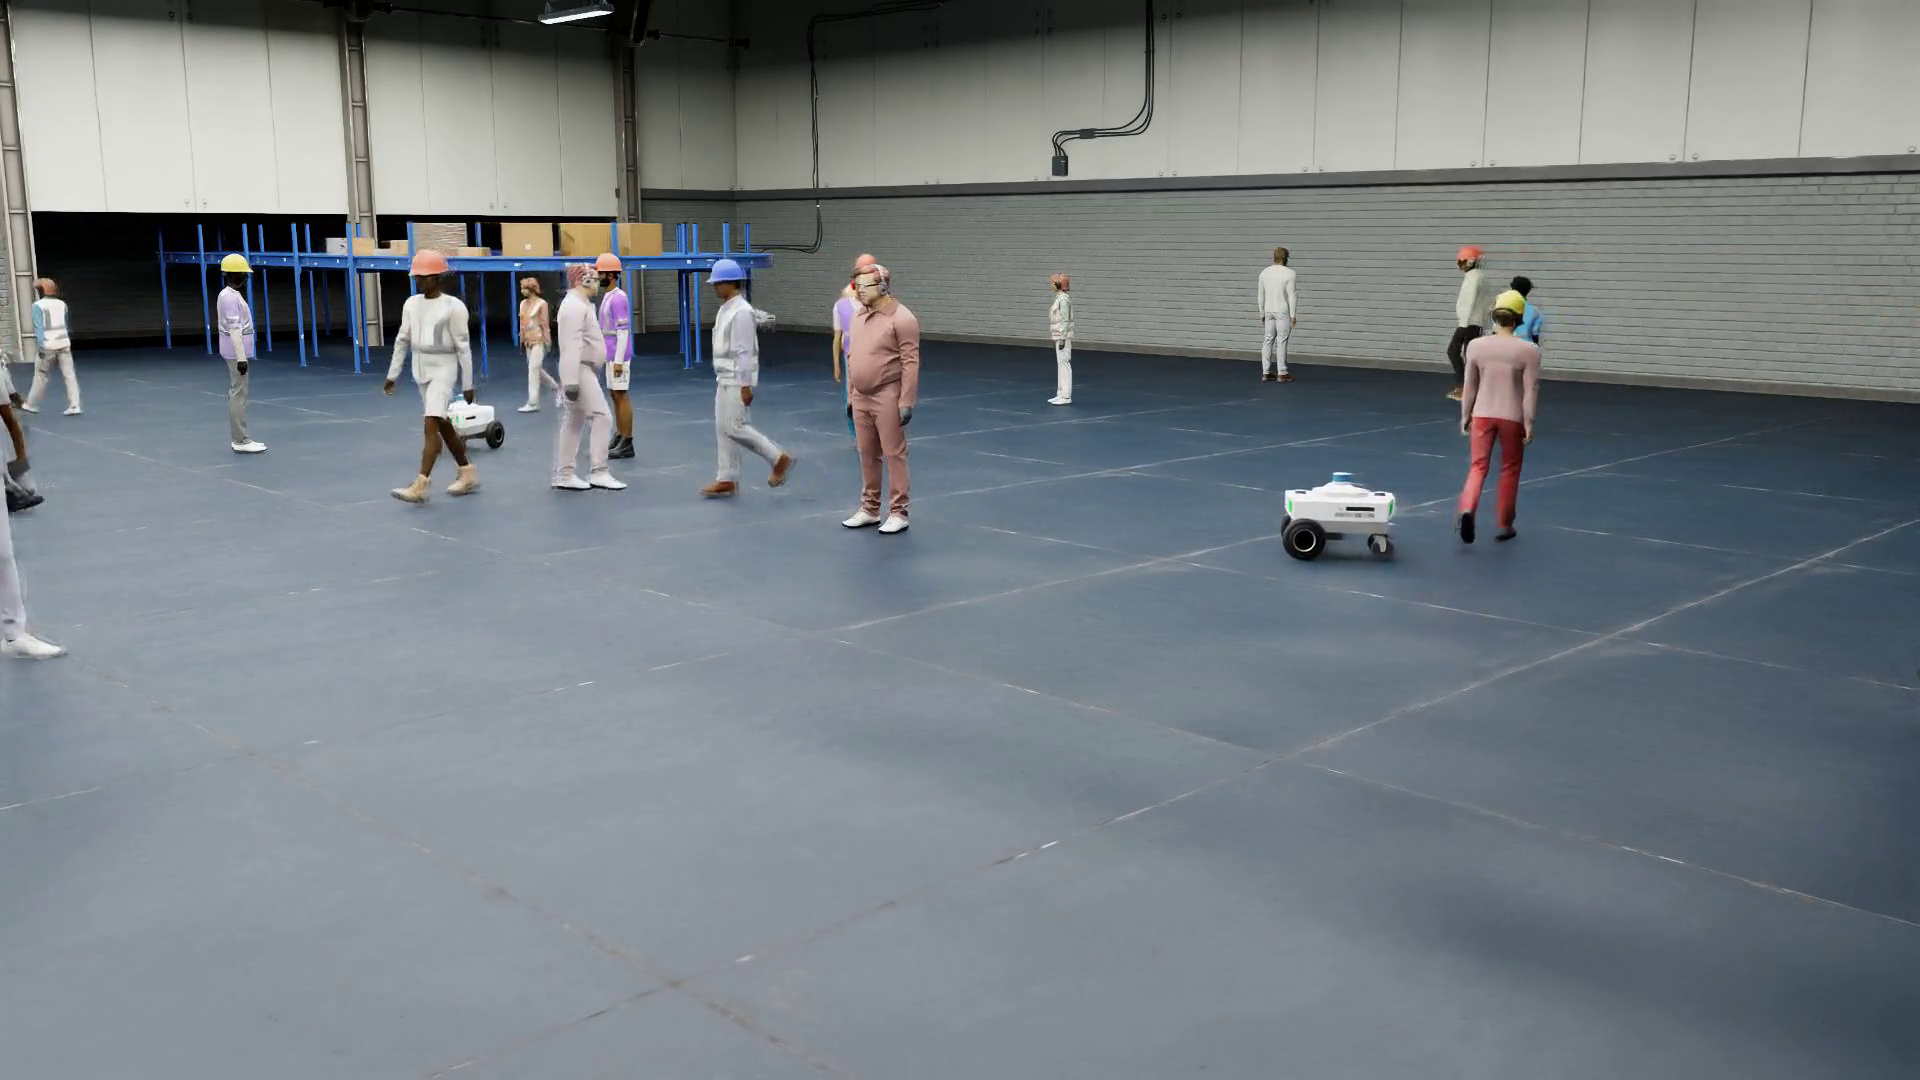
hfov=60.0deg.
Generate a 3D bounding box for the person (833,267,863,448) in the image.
[{"bbox_3d":[-0.928,-1.709,15.968,0.574,1.824,0.772,-1,10,-5],"label":"person"}]

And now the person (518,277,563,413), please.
[{"bbox_3d":[-5.100,-2.376,20.141,0.521,1.607,0.733,9,14,41],"label":"person"}]

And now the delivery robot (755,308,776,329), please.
[{"bbox_3d":[-4.325,-4.798,36.109,0.477,0.478,0.707,-10,14,-44],"label":"delivery robot"}]

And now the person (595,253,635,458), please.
[{"bbox_3d":[-3.328,-1.767,15.938,0.368,1.939,0.542,-4,11,-21],"label":"person"}]

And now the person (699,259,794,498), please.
[{"bbox_3d":[-1.770,-1.310,13.480,0.671,1.925,0.616,-5,11,-23],"label":"person"}]

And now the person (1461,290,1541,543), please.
[{"bbox_3d":[3.680,-0.838,11.408,0.530,1.737,0.757,7,12,32],"label":"person"}]

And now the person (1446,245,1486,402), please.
[{"bbox_3d":[6.420,-2.755,21.215,0.548,1.975,0.651,2,11,13],"label":"person"}]

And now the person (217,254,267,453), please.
[{"bbox_3d":[-7.065,-1.830,16.317,0.367,1.927,0.587,-5,11,-25],"label":"person"}]

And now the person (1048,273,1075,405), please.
[{"bbox_3d":[1.274,-2.511,20.823,0.315,1.636,0.515,0,10,-2],"label":"person"}]

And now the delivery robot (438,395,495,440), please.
[{"bbox_3d":[-4.924,-1.198,16.473,0.477,0.478,0.707,3,11,15],"label":"delivery robot"}]

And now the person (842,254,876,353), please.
[{"bbox_3d":[-1.104,-2.402,19.571,0.546,1.890,1.014,5,12,27],"label":"person"}]

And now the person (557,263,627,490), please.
[{"bbox_3d":[-3.047,-1.346,13.789,0.728,1.879,0.670,-2,11,-10],"label":"person"}]

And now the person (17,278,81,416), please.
[{"bbox_3d":[-10.722,-2.262,19.535,0.823,1.595,0.547,3,11,18],"label":"person"}]

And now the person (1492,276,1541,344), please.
[{"bbox_3d":[5.983,-1.987,17.851,0.539,1.676,0.612,-2,11,-8],"label":"person"}]

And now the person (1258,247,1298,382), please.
[{"bbox_3d":[4.632,-3.285,24.218,0.354,1.938,0.635,-10,14,-44],"label":"person"}]

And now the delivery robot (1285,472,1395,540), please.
[{"bbox_3d":[2.527,-0.207,11.072,0.707,0.478,0.477,2,11,9],"label":"delivery robot"}]

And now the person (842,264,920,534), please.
[{"bbox_3d":[-0.594,-1.006,11.887,0.651,1.904,0.401,10,14,42],"label":"person"}]

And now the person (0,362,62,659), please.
[{"bbox_3d":[-4.852,-0.293,8.204,0.653,1.838,0.341,-5,12,-26],"label":"person"}]

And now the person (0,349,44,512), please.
[{"bbox_3d":[-7.598,-1.160,12.792,0.989,1.891,0.563,1,10,5],"label":"person"}]

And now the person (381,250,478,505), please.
[{"bbox_3d":[-4.237,-1.307,13.319,0.622,1.992,1.018,6,12,29],"label":"person"}]
